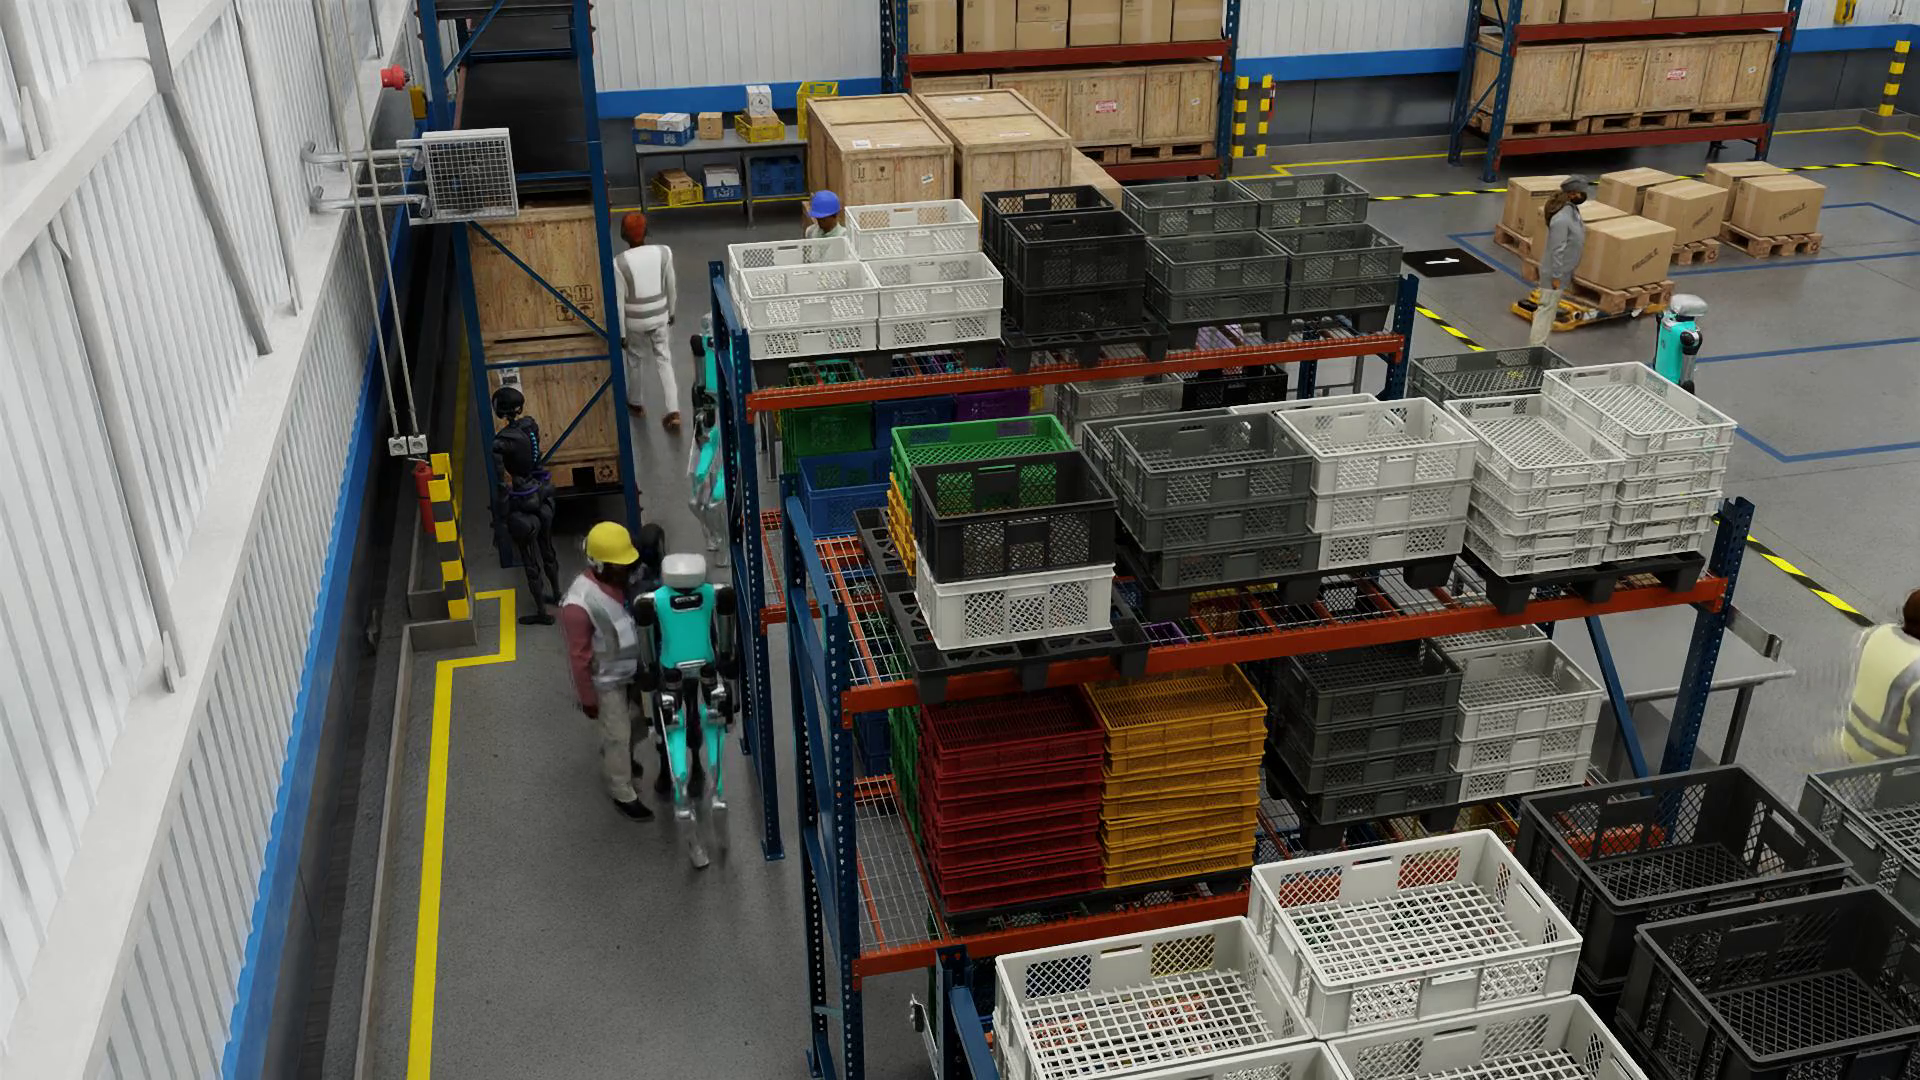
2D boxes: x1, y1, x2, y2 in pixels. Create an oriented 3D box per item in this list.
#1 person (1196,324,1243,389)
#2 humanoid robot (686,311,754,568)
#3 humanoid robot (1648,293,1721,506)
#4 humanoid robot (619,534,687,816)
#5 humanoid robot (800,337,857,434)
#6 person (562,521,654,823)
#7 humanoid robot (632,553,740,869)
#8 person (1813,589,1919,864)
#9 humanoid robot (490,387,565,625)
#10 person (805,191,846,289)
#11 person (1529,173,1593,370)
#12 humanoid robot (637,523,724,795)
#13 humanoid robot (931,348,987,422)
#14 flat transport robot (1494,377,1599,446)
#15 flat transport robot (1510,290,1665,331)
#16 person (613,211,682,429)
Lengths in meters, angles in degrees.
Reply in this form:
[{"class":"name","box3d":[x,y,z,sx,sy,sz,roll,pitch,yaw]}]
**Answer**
[{"class":"person","box3d":[1.921,-1.108,12.249,0.370,2.044,0.605,-5,28,-10]},{"class":"humanoid robot","box3d":[-1.785,-0.663,11.754,0.571,1.791,0.825,15,31,26]},{"class":"humanoid robot","box3d":[5.404,-0.999,12.227,0.735,1.673,0.533,-2,28,-3]},{"class":"humanoid robot","box3d":[-1.814,0.729,9.154,0.601,1.653,0.435,1,28,3]},{"class":"humanoid robot","box3d":[-0.808,-0.950,12.294,0.557,1.776,0.910,14,31,25]},{"class":"person","box3d":[-1.873,0.694,9.063,0.446,1.812,0.622,14,31,25]},{"class":"humanoid robot","box3d":[-1.348,1.014,8.631,0.542,1.865,0.705,-9,29,-16]},{"class":"person","box3d":[4.630,1.074,8.342,0.475,1.823,0.642,-1,28,-1]},{"class":"humanoid robot","box3d":[-2.865,-0.229,10.951,0.315,1.659,0.599,8,29,14]},{"class":"person","box3d":[-1.072,-2.026,14.117,0.616,1.934,0.437,22,35,36]},{"class":"person","box3d":[5.406,-2.444,15.074,0.396,1.769,0.562,14,31,24]},{"class":"humanoid robot","box3d":[-1.624,0.618,9.401,0.606,1.651,0.617,-4,28,-7]},{"class":"humanoid robot","box3d":[0.115,-0.575,11.455,0.531,1.690,0.734,-11,30,-21]},{"class":"flat transport robot","box3d":[4.780,-1.036,14.013,0.659,0.231,1.431,-6,28,-12]},{"class":"flat transport robot","box3d":[6.250,-2.373,16.519,1.431,0.197,0.652,-13,31,-24]},{"class":"person","box3d":[-2.614,-1.835,13.822,0.591,1.856,0.818,-15,31,-26]}]
